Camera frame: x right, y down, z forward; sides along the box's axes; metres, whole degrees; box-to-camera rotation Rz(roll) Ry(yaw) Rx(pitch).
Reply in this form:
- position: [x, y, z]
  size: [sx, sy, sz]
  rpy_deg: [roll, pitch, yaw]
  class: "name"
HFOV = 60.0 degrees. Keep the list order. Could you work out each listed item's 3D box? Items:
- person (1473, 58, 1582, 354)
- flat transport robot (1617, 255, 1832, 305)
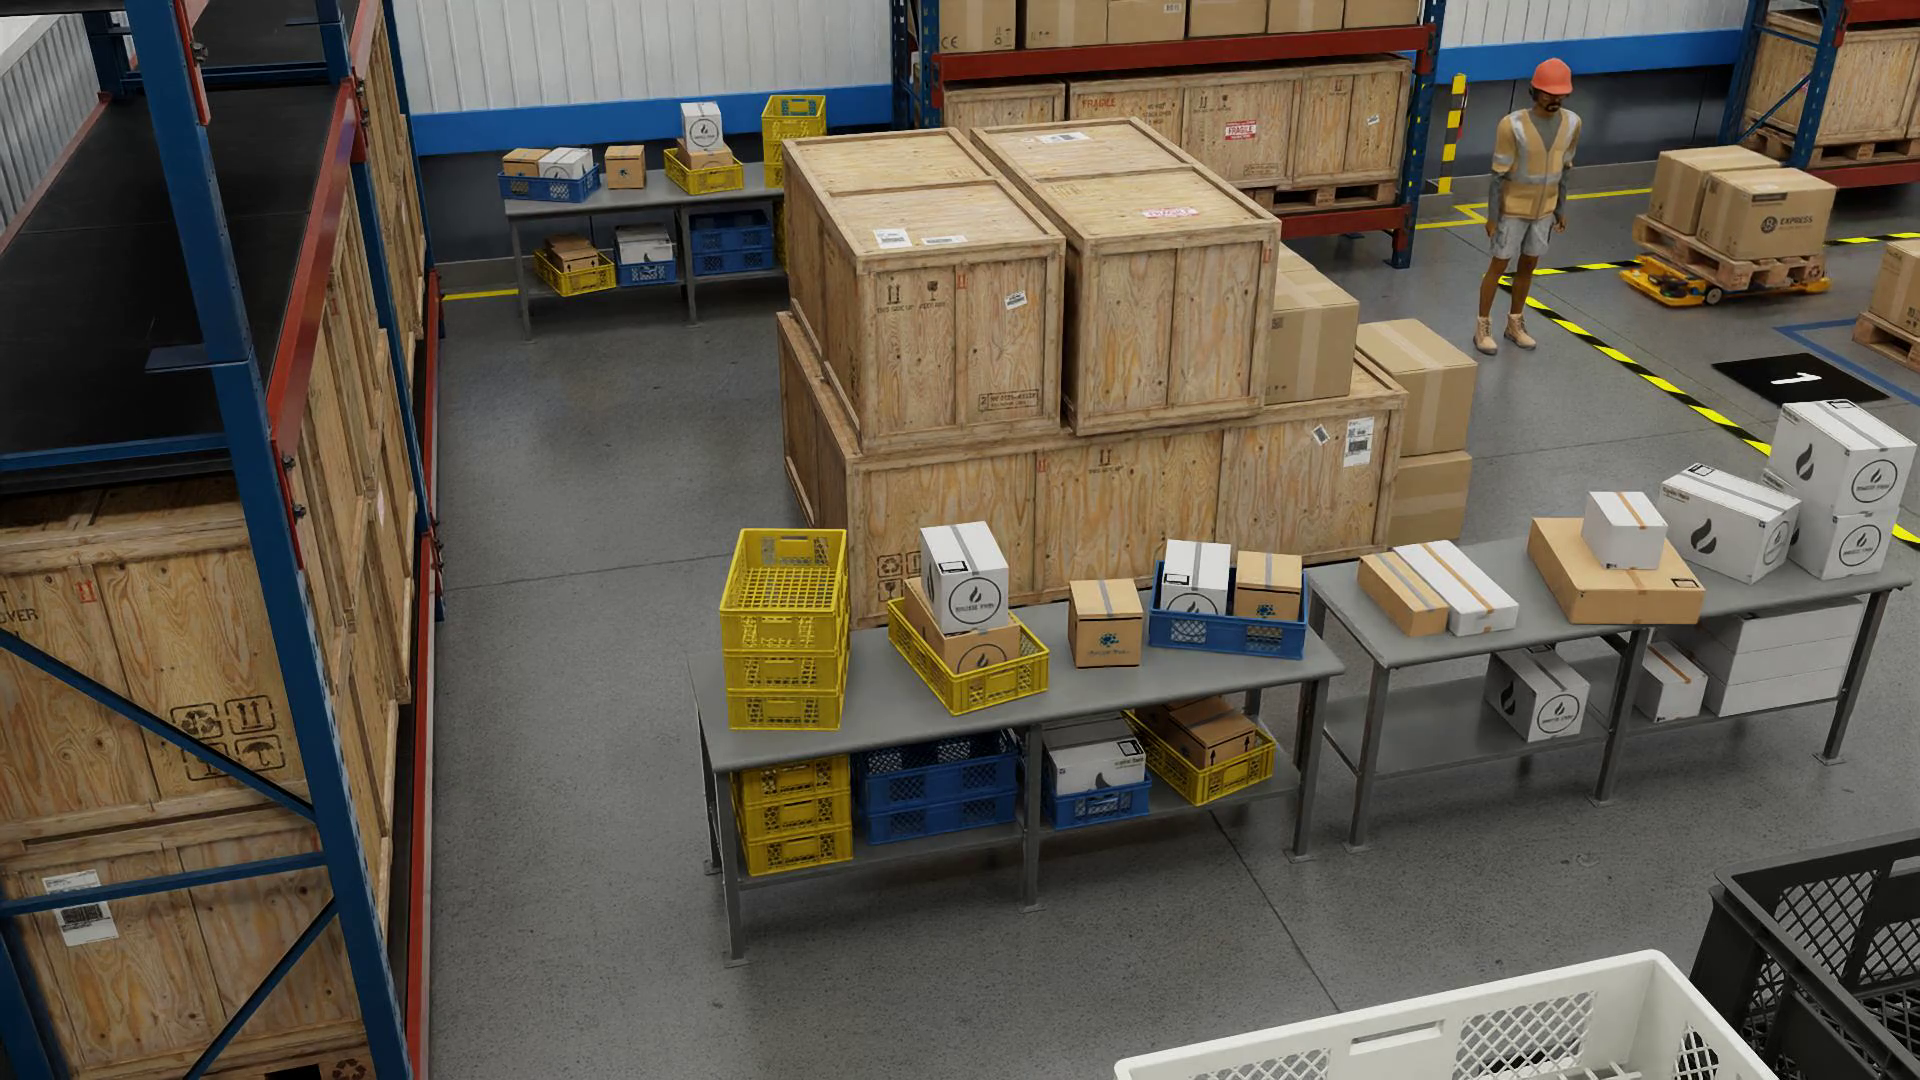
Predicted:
- position: [3.905, -2.269, 11.399]
  size: [0.608, 2.042, 0.394]
  rpy_deg: [-7, 30, -12]
  class: "person"
- position: [5.905, -2.066, 12.838]
  size: [1.431, 0.197, 0.652]
  rpy_deg: [-7, 30, -13]
  class: "flat transport robot"
